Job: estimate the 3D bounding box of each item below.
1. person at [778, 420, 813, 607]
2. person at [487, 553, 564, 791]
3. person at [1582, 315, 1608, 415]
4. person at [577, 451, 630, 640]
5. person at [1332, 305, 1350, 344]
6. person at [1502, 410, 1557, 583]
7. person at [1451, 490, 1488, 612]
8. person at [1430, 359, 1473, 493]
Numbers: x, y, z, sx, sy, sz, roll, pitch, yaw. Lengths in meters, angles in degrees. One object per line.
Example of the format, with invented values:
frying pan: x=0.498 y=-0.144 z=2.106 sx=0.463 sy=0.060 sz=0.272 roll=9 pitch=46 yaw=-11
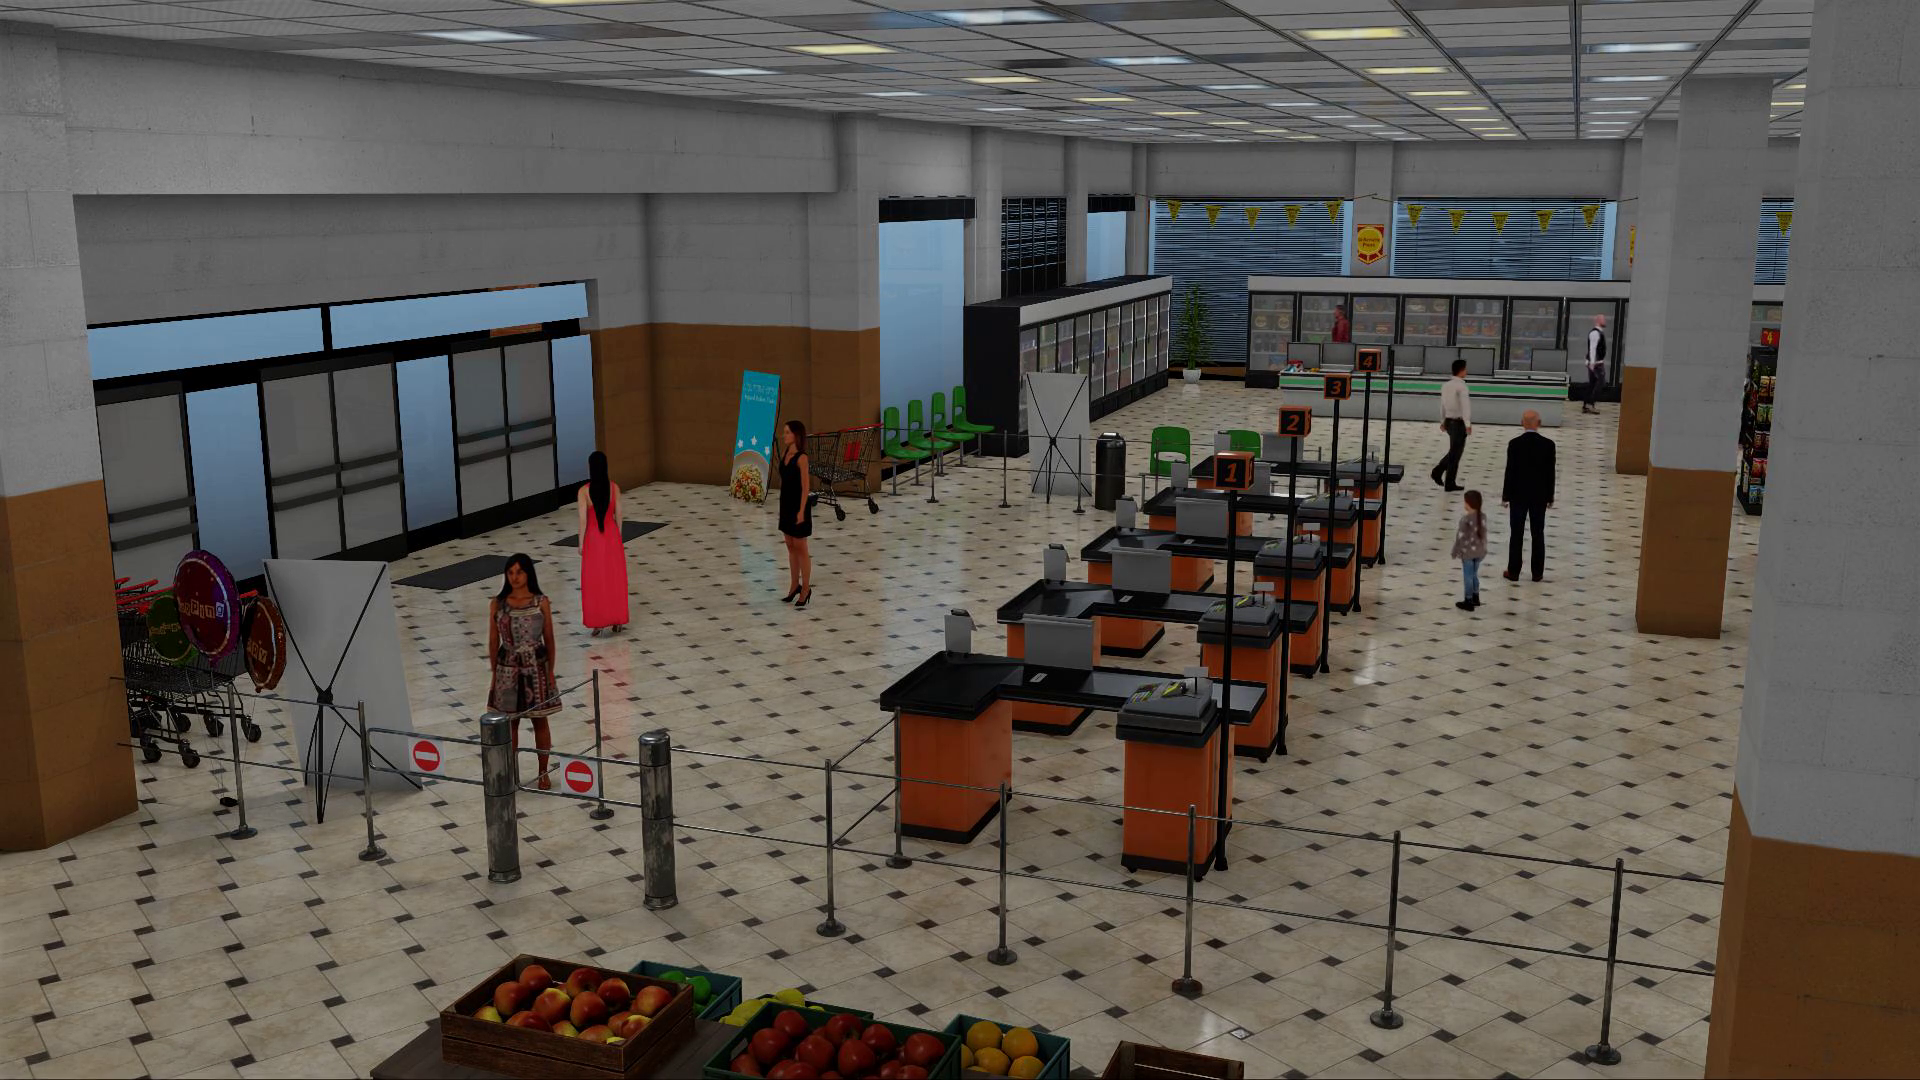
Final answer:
person: x=-1.617 y=-0.264 z=16.348 sx=0.730 sy=1.834 sz=0.635 roll=-9 pitch=15 yaw=-35
person: x=-2.968 y=0.891 z=11.323 sx=0.637 sy=1.645 sz=0.786 roll=-1 pitch=12 yaw=-6
person: x=11.493 y=-3.193 z=30.317 sx=0.666 sy=1.810 sz=0.742 roll=6 pitch=13 yaw=26
person: x=-3.267 y=0.036 z=15.183 sx=0.715 sy=1.727 sz=0.752 roll=-8 pitch=14 yaw=-33
person: x=7.476 y=-3.702 z=32.686 sx=0.573 sy=1.829 sz=0.713 roll=6 pitch=13 yaw=25
person: x=5.946 y=-0.465 z=17.391 sx=0.563 sy=1.797 sz=0.768 roll=2 pitch=12 yaw=10
person: x=4.996 y=0.114 z=16.120 sx=0.575 sy=1.188 sz=0.636 roll=-5 pitch=13 yaw=-24
person: x=6.610 y=-1.529 z=22.442 sx=0.885 sy=1.799 sz=0.831 roll=-2 pitch=12 yaw=-11
